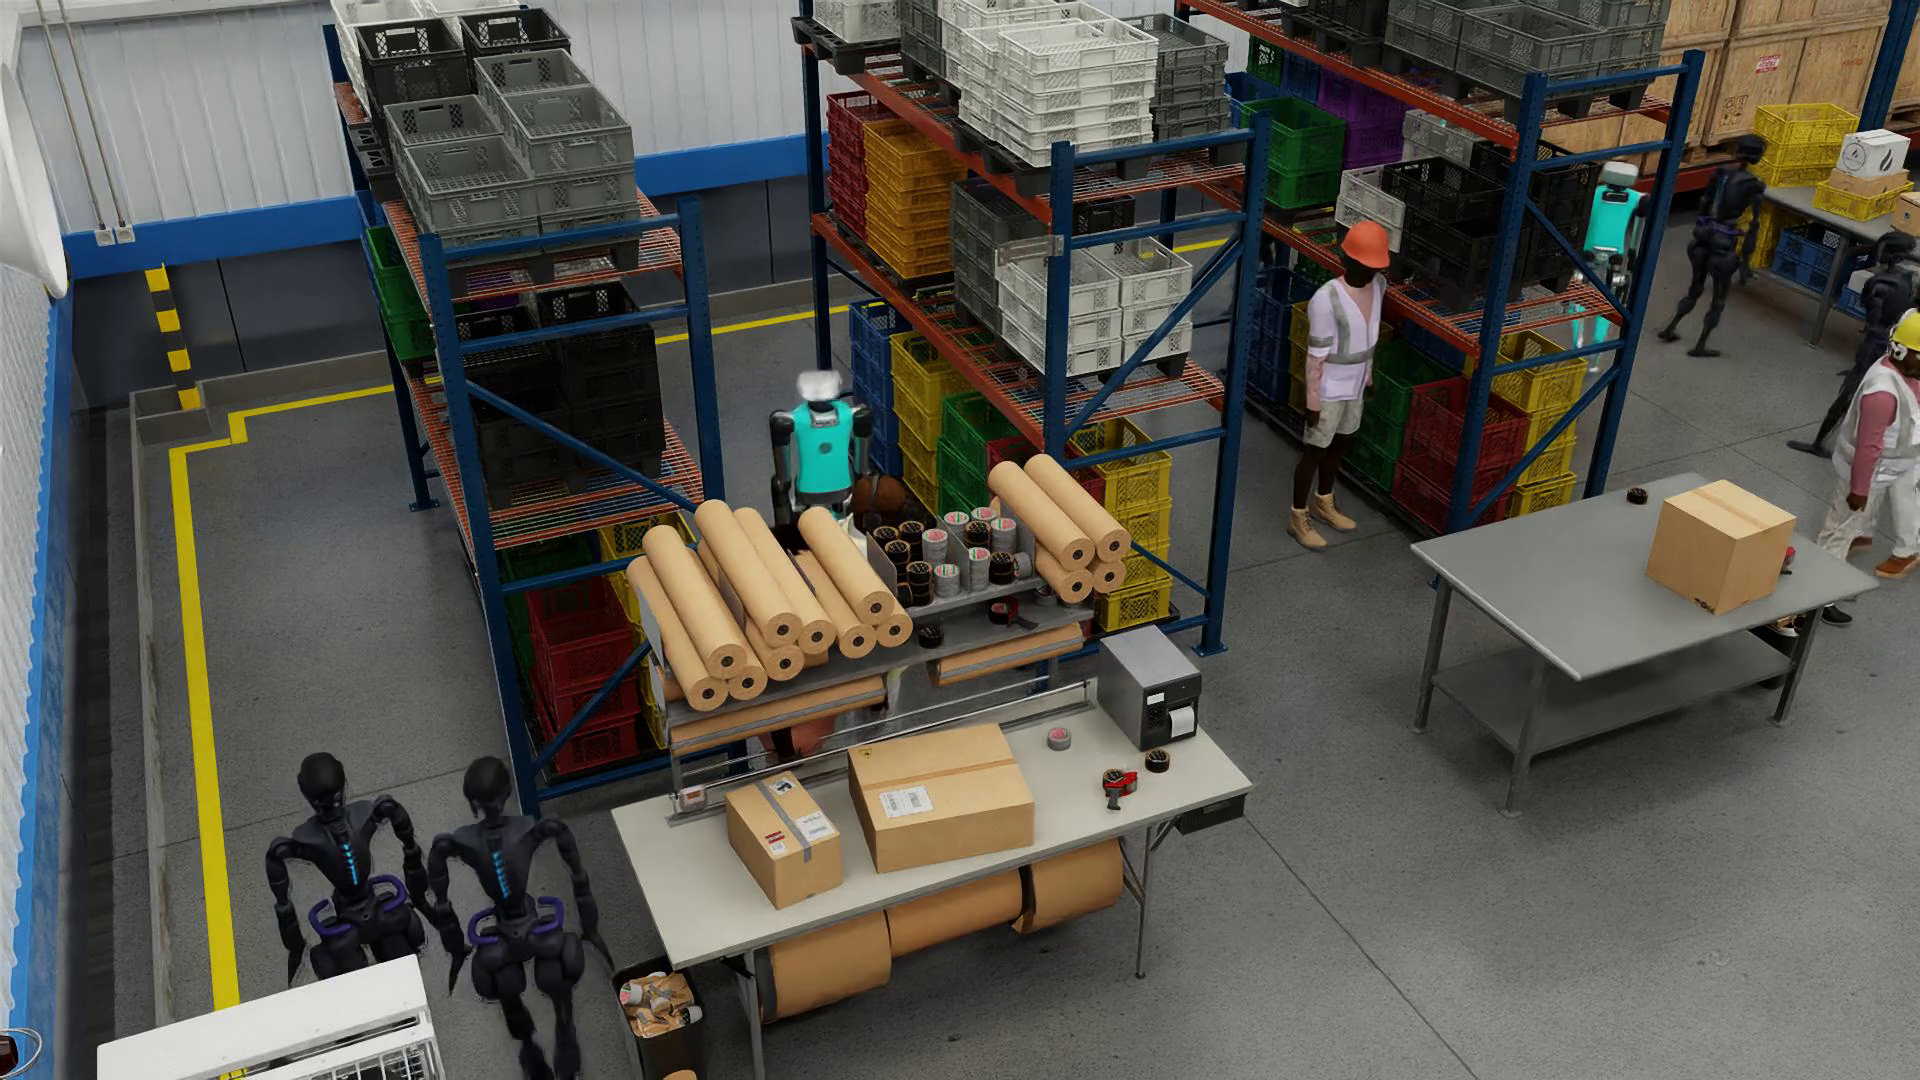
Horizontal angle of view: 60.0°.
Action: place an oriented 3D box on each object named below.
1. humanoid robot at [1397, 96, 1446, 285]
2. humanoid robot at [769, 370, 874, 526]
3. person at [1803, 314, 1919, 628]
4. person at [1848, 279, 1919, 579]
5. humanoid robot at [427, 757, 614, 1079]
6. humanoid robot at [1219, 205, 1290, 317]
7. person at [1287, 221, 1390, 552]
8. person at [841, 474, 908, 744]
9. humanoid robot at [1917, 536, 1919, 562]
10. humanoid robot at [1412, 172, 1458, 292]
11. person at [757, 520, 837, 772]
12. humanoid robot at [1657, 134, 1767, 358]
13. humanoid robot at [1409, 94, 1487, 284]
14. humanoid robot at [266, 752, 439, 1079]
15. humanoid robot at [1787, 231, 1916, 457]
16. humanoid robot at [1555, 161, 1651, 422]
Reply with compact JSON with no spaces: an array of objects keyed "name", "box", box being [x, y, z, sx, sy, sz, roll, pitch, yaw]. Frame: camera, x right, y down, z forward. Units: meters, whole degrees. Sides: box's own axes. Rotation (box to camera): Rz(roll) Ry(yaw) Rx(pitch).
[{"name":"humanoid robot","box":[3.429,-2.652,12.746,0.533,1.681,0.735,6,32,10]},{"name":"humanoid robot","box":[-0.778,-0.188,8.939,0.548,1.825,0.893,-8,33,-13]},{"name":"person","box":[5.007,-0.401,9.133,0.404,1.829,0.590,20,37,29]},{"name":"person","box":[5.481,-0.685,9.567,0.435,1.874,0.613,-6,32,-9]},{"name":"humanoid robot","box":[-1.622,1.490,6.211,0.611,1.641,0.510,-8,32,-12]},{"name":"humanoid robot","box":[2.360,-2.484,12.683,0.692,1.632,0.593,-7,32,-11]},{"name":"person","box":[2.252,-0.901,9.746,0.609,2.040,0.389,-25,39,-34]},{"name":"person","box":[-0.369,0.511,7.640,0.429,1.841,0.633,0,32,-1]},{"name":"humanoid robot","box":[5.894,-0.629,9.595,0.532,1.801,0.654,-19,36,-28]},{"name":"humanoid robot","box":[3.499,-2.241,12.277,0.597,1.635,0.611,21,37,30]},{"name":"person","box":[-0.679,0.784,7.079,0.368,1.967,0.602,3,32,5]},{"name":"humanoid robot","box":[5.515,-2.153,12.124,0.388,1.639,0.599,-12,34,-18]},{"name":"humanoid robot","box":[3.634,-2.614,12.776,0.541,1.766,0.678,-3,32,-4]},{"name":"humanoid robot","box":[-2.263,1.450,6.265,0.585,1.649,0.429,-22,38,-31]},{"name":"humanoid robot","box":[5.880,-1.169,10.599,0.786,1.635,0.589,21,37,30]},{"name":"humanoid robot","box":[4.268,-1.556,11.138,0.530,1.765,1.008,7,32,12]}]
